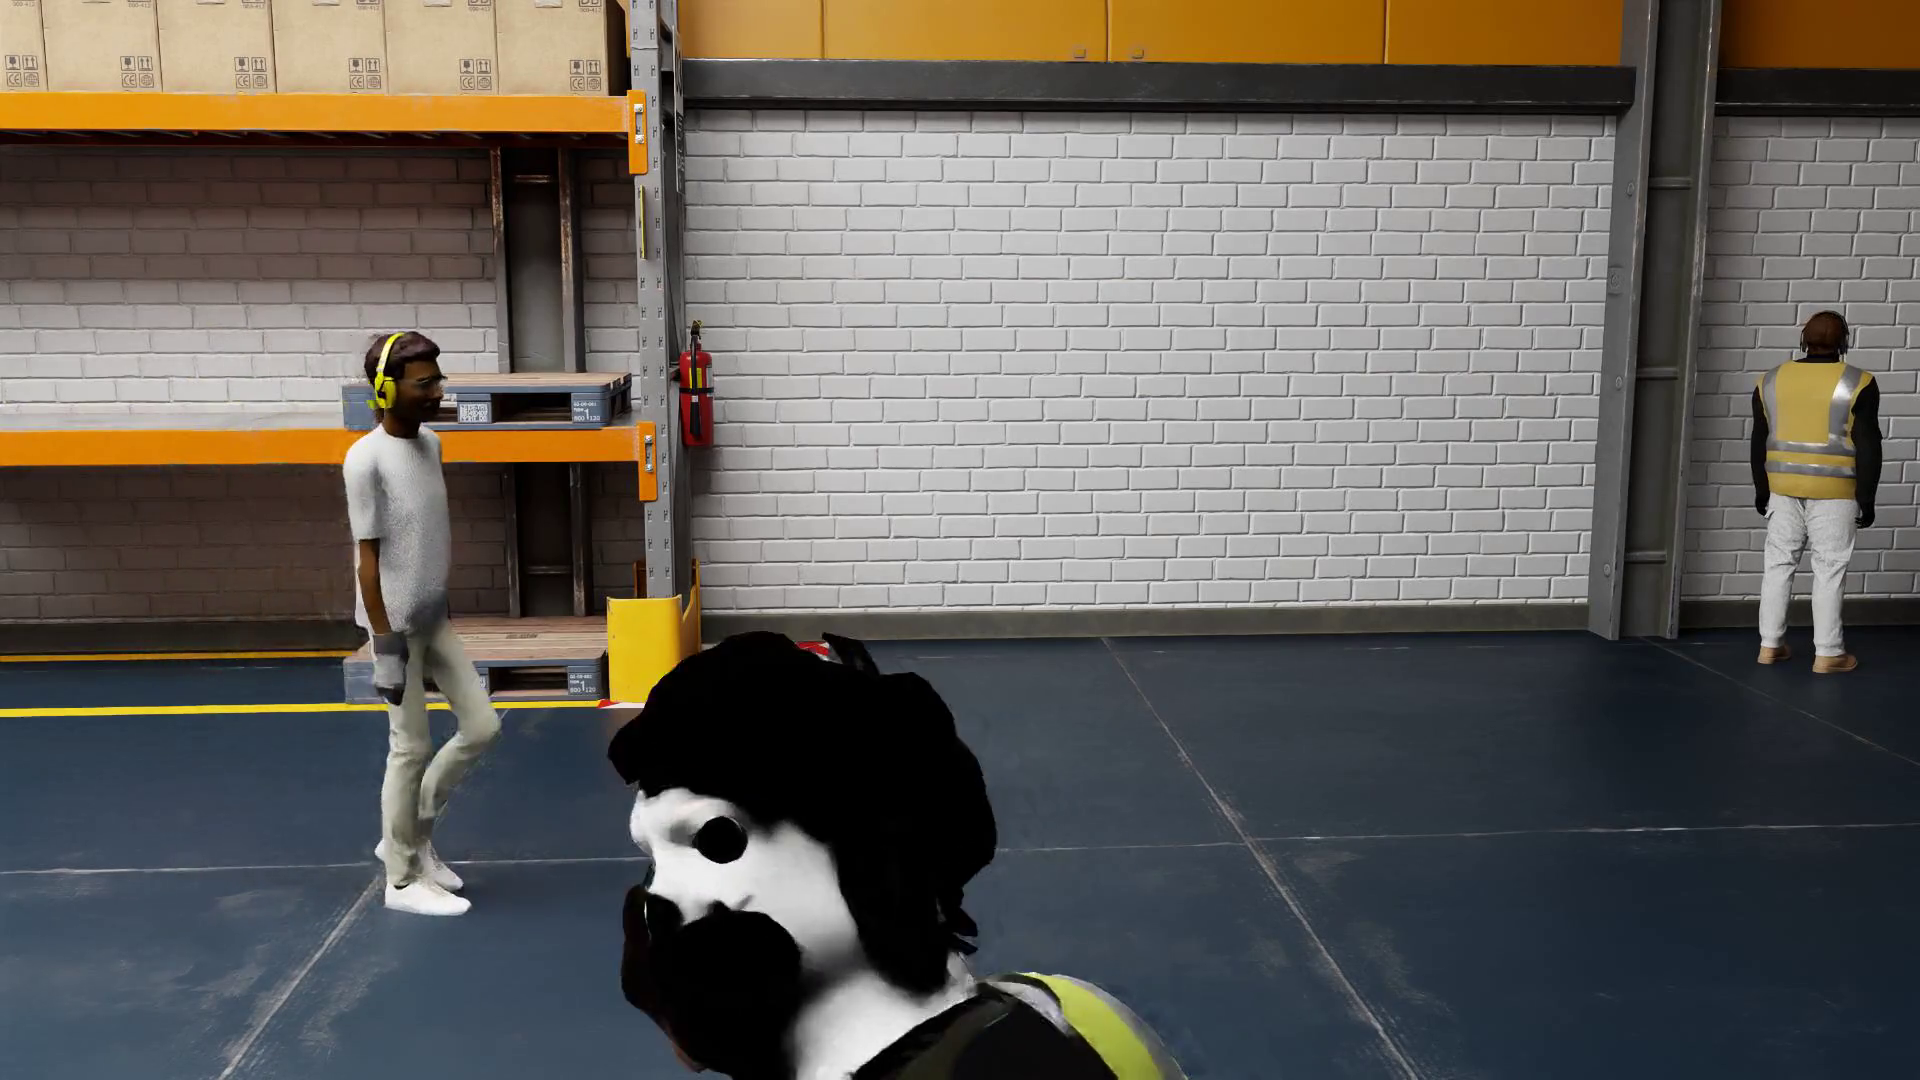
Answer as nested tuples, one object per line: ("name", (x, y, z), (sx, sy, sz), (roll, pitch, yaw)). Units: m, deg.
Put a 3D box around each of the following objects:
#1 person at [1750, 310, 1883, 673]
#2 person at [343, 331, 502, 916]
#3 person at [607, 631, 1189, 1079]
("person", (4.381, -0.246, 8.517), (0.429, 1.846, 0.633), (-7, 12, -38))
("person", (-1.679, 0.276, 5.207), (0.400, 1.853, 0.560), (2, 9, 11))
("person", (-0.099, 0.954, 1.076), (0.590, 1.819, 0.646), (3, 10, 19))
